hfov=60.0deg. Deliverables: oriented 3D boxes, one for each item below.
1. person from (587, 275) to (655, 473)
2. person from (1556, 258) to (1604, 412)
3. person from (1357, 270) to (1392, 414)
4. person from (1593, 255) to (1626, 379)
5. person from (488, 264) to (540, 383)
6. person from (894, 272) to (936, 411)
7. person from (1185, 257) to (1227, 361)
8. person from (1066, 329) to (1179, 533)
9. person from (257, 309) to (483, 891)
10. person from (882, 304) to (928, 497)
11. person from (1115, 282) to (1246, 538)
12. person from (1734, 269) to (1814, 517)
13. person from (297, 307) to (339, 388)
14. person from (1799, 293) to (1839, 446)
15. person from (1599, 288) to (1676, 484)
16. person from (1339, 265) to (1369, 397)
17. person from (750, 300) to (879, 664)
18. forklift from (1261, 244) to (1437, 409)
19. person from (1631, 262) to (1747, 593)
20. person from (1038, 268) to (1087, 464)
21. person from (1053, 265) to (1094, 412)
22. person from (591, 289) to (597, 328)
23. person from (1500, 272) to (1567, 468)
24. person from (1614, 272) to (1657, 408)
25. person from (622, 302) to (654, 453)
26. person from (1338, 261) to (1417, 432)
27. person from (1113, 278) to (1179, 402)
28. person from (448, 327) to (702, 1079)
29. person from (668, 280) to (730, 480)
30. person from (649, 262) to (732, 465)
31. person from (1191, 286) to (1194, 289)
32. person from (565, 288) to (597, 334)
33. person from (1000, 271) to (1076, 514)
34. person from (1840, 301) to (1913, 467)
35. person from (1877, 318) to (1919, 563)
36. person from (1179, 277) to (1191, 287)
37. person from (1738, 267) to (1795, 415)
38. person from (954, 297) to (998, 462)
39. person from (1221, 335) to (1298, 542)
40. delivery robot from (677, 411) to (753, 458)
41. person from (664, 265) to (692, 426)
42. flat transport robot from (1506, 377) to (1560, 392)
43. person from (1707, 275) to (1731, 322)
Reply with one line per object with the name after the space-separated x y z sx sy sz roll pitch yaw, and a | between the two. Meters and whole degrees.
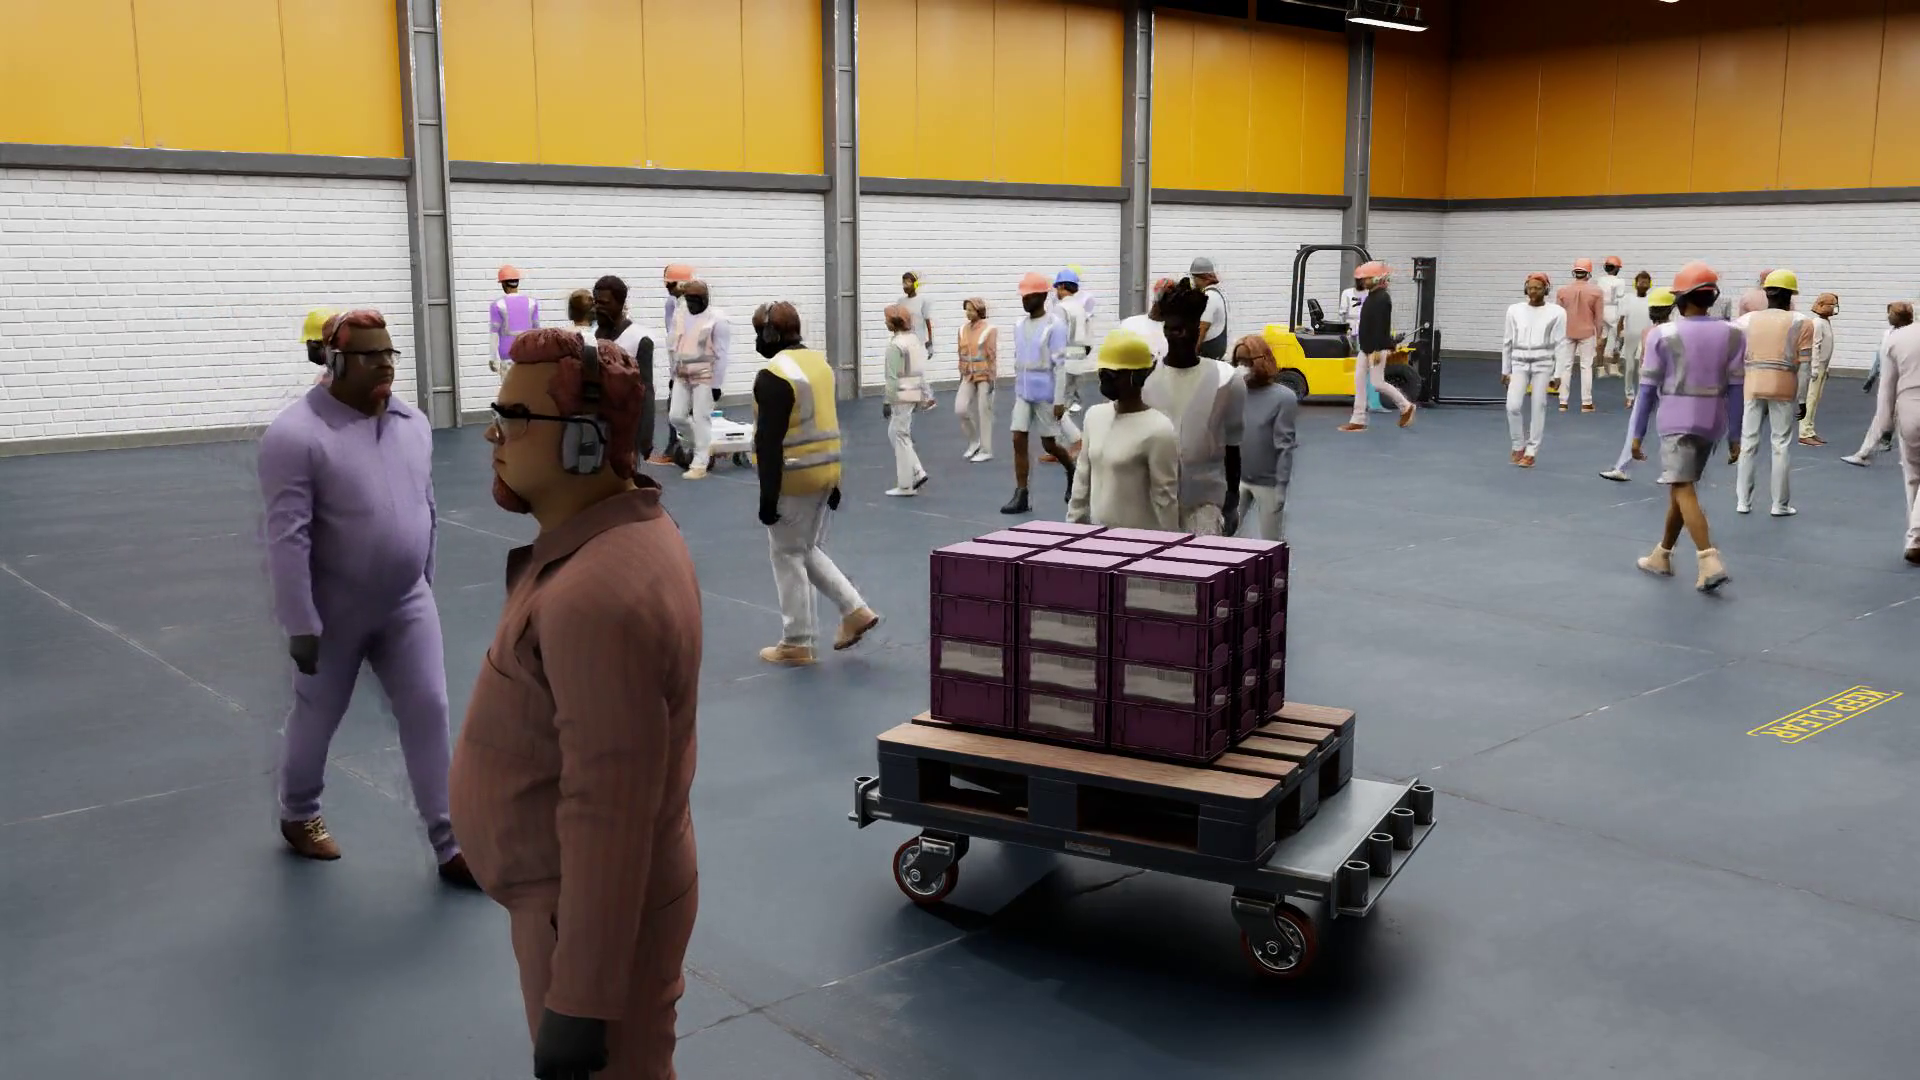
-2.177 -0.711 10.485 0.614 1.908 0.589 8 13 39 | person
8.060 -2.665 21.677 0.613 1.994 0.395 6 11 30 | person
5.341 -2.552 21.457 0.372 1.840 0.570 -3 10 -16 | person
10.743 -3.658 27.375 0.571 2.029 0.648 -6 11 -30 | person
-4.896 -2.056 18.287 0.566 1.929 0.380 -7 12 -34 | person
-0.618 -2.546 21.537 0.529 1.820 1.035 7 12 35 | person
2.518 -2.071 18.065 0.886 2.000 0.711 2 10 11 | person
0.741 -0.019 6.943 0.828 1.735 0.533 -6 11 -32 | person
-1.942 0.186 5.403 0.982 1.865 0.667 7 12 34 | person
-0.499 -1.165 13.951 0.364 1.622 0.545 3 10 18 | person
0.989 -0.220 7.628 0.602 1.919 1.012 1 10 7 | person
6.320 -1.143 12.988 0.589 1.918 0.392 8 12 39 | person
-3.204 -0.311 8.580 0.334 1.764 0.529 -8 12 -39 | person
9.224 -1.832 17.851 0.284 1.633 0.501 8 13 39 | person
6.091 -1.337 14.654 0.832 1.731 0.546 -4 11 -23 | person
5.811 -3.049 24.193 0.549 1.908 0.915 5 11 28 | person
-0.765 -0.271 8.217 0.534 1.816 0.634 3 10 19 | person
5.256 -2.933 22.661 2.313 2.155 1.214 3 10 16 | forklift
4.485 -0.694 10.169 0.616 2.000 1.034 -1 10 -5 | person
1.035 -1.666 16.109 0.516 1.908 0.646 4 11 23 | person
1.397 -2.580 21.429 0.613 1.901 0.777 5 11 27 | person
-4.319 -2.224 20.036 0.568 1.660 0.432 4 10 22 | person
5.439 -1.607 15.844 0.613 1.867 0.525 6 11 31 | person
8.899 -2.604 21.887 0.524 1.811 1.009 4 11 23 | person
-3.554 -1.657 16.916 0.781 1.604 0.510 -3 10 -19 | person
4.818 -2.207 19.060 0.812 1.973 0.608 -2 10 -10 | person
1.413 -0.980 12.218 0.627 1.862 0.406 -1 10 -8 | person
-0.616 0.614 2.728 0.408 1.913 0.641 -2 10 -10 | person
-2.380 -1.445 15.073 0.703 1.812 0.452 6 12 33 | person
-2.591 -1.712 16.194 0.851 1.968 0.627 -2 10 -13 | person
2.997 -2.436 21.077 0.492 1.740 0.324 1 10 6 | person
-2.649 -0.862 11.690 0.509 1.813 0.950 3 10 18 | person
0.660 -1.174 13.206 0.551 1.912 0.823 9 13 42 | person
8.968 -1.489 15.977 0.875 1.591 0.515 1 10 6 | person
6.497 -0.784 11.094 1.018 1.857 0.655 -9 13 -41 | person
3.625 -3.401 26.885 0.530 1.690 0.321 4 10 22 | person
10.162 -2.493 20.995 0.690 1.884 0.552 5 11 25 | person
0.168 -1.570 16.337 0.526 1.623 0.361 8 13 39 | person
1.529 -0.272 8.806 0.502 1.608 0.625 7 12 36 | person
-2.302 -0.980 15.749 0.707 0.478 0.477 -5 11 -28 | delivery robot
-3.347 -2.312 19.778 0.355 1.937 0.637 -1 10 -8 | person
8.593 -2.362 24.939 0.652 0.197 1.431 2 10 13 | flat transport robot
9.587 -2.505 21.231 0.576 1.834 0.767 4 11 25 | person
